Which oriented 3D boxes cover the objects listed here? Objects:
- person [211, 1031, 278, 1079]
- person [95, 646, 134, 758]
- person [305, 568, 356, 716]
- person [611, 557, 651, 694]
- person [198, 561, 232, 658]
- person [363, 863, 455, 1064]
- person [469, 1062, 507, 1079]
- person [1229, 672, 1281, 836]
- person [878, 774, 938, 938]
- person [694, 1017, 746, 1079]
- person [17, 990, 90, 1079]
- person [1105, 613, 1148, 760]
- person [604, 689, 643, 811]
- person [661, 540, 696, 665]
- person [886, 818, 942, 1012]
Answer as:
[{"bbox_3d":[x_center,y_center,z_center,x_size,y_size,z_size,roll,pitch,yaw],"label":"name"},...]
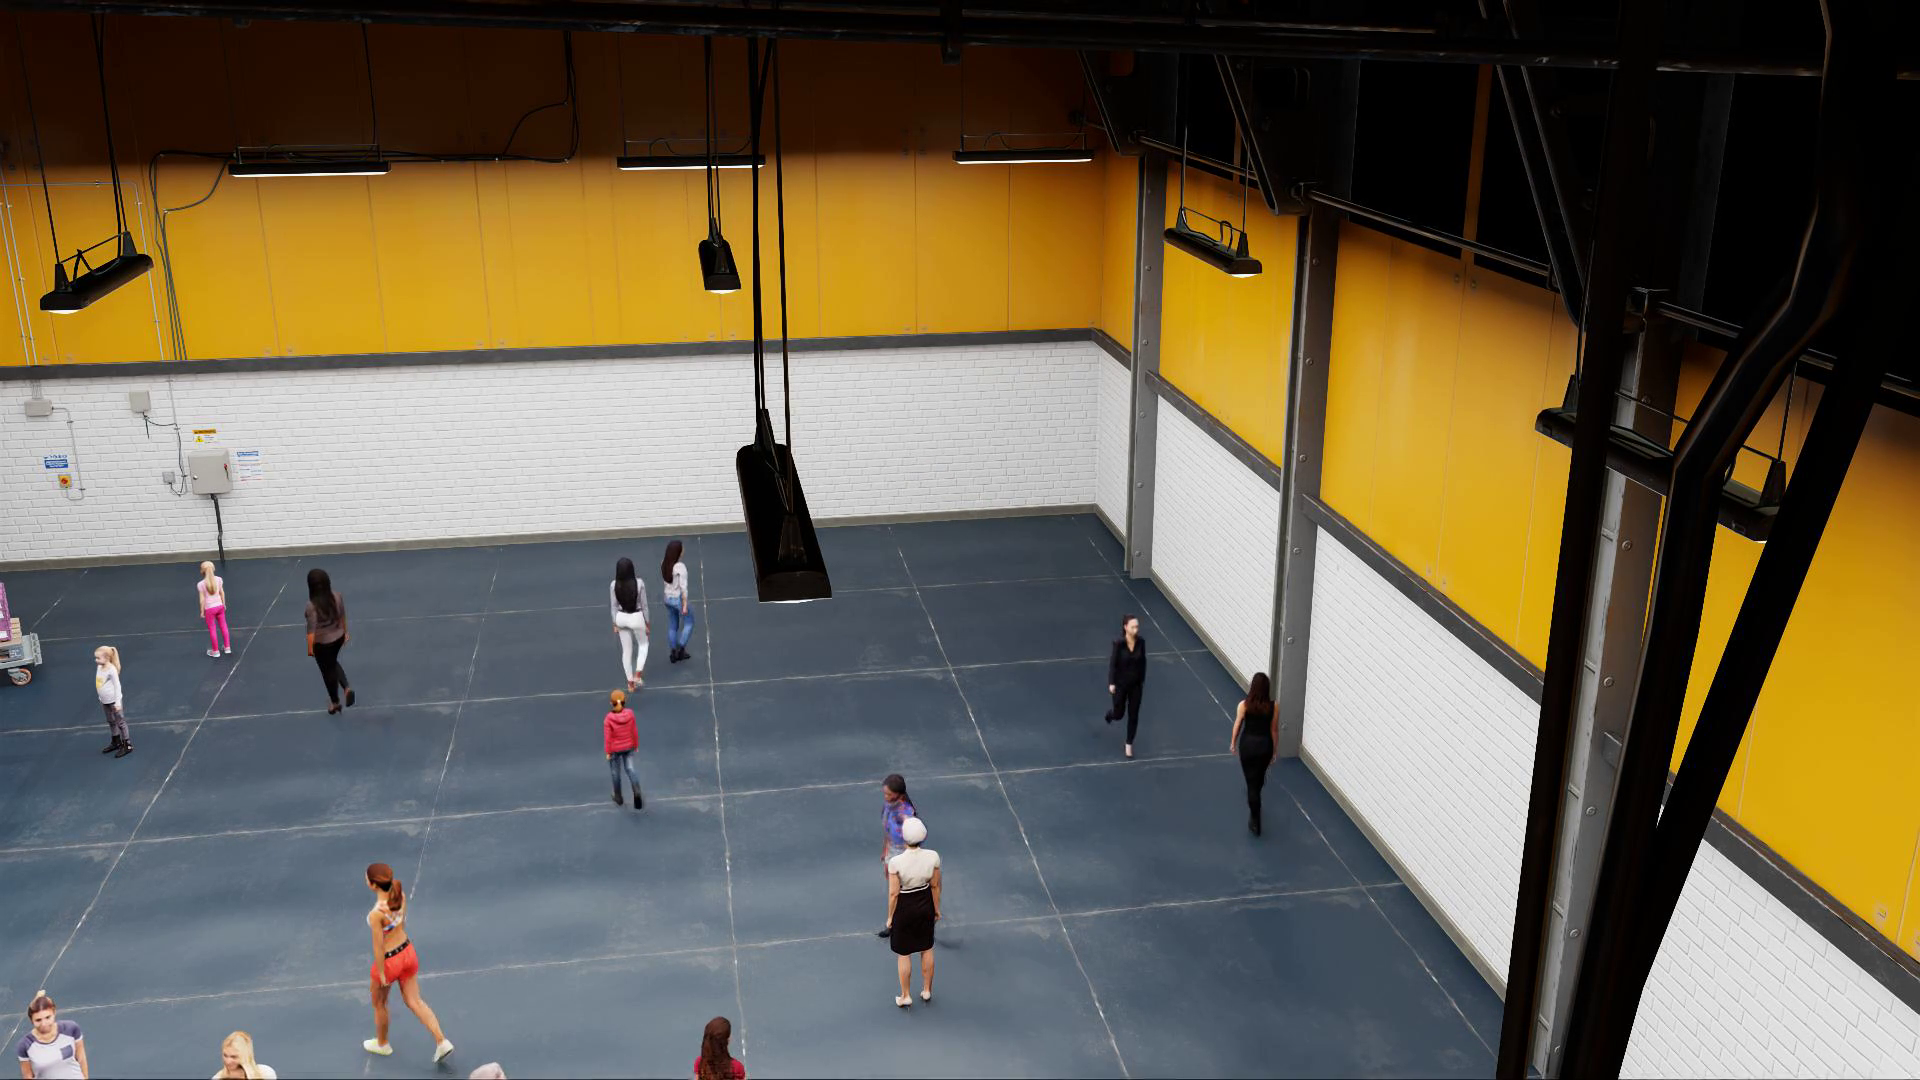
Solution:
[{"bbox_3d":[-4.717,4.046,11.073,0.617,1.808,0.551,-6,20,-17],"label":"person"},{"bbox_3d":[-9.494,1.784,18.619,0.584,1.279,0.639,11,22,30],"label":"person"},{"bbox_3d":[-7.312,1.217,19.436,0.888,1.831,0.821,9,21,25],"label":"person"},{"bbox_3d":[-3.991,1.053,20.111,0.670,1.711,0.716,0,19,0],"label":"person"},{"bbox_3d":[-9.581,0.867,21.354,0.639,1.271,0.583,15,23,37],"label":"person"},{"bbox_3d":[-4.397,3.369,13.160,1.037,1.760,1.086,9,20,24],"label":"person"},{"bbox_3d":[-2.937,4.166,10.585,0.743,1.893,0.788,11,22,30],"label":"person"},{"bbox_3d":[3.009,2.188,16.841,0.709,1.647,1.113,-1,19,-2],"label":"person"},{"bbox_3d":[-0.466,2.848,14.766,0.836,1.722,0.800,-8,20,-21],"label":"person"},{"bbox_3d":[-1.676,4.047,11.497,0.706,1.535,0.790,7,20,20],"label":"person"},{"bbox_3d":[-6.346,3.920,11.742,0.629,1.620,0.637,-13,23,-34],"label":"person"},{"bbox_3d":[1.832,1.602,18.496,0.654,1.703,0.859,-7,20,-19],"label":"person"},{"bbox_3d":[-3.502,2.204,17.334,0.685,1.302,0.867,-11,21,-29],"label":"person"},{"bbox_3d":[-3.647,0.800,21.000,0.684,1.624,0.754,15,24,37],"label":"person"},{"bbox_3d":[-0.387,3.124,13.892,0.679,1.755,0.592,-7,20,-20],"label":"person"}]
